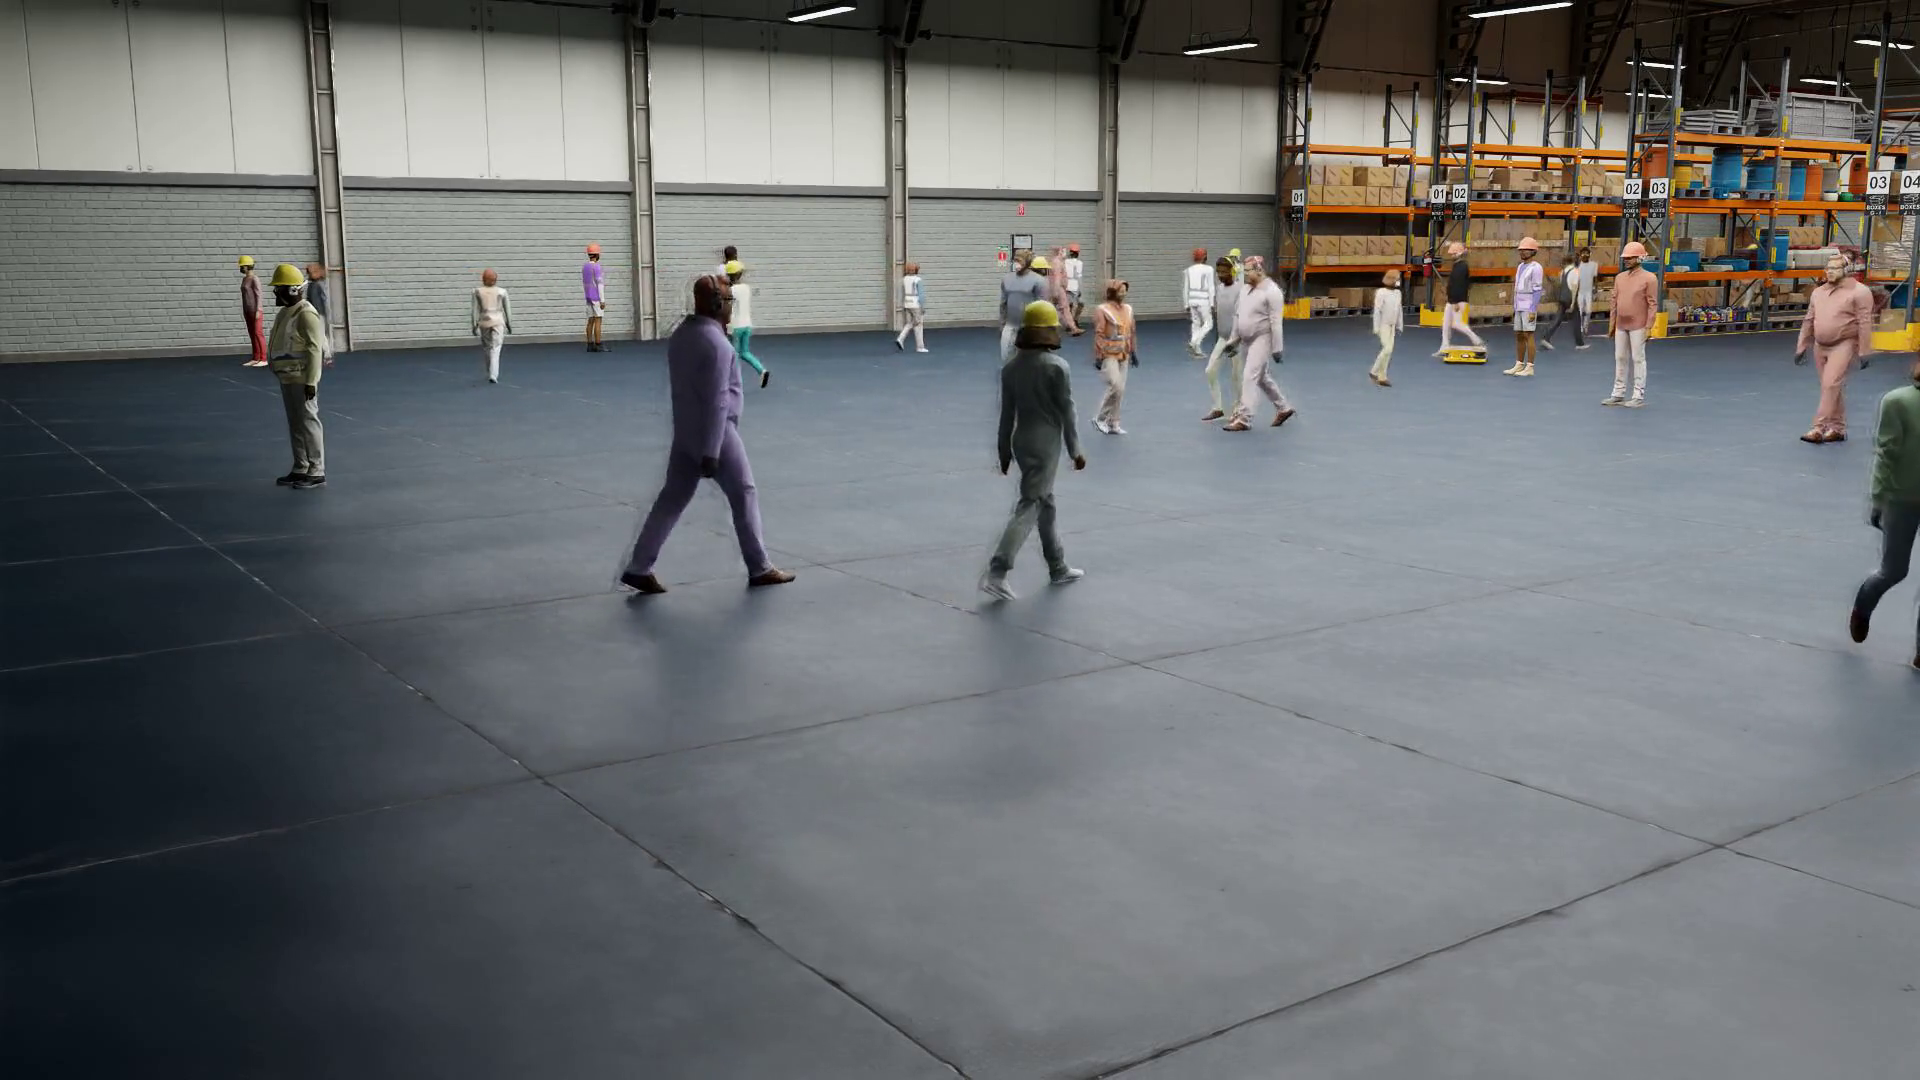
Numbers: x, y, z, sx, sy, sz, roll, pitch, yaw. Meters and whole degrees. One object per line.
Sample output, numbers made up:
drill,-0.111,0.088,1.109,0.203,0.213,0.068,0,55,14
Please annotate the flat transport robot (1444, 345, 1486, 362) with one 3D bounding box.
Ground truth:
flat transport robot,8.355,-3.080,27.491,0.652,0.197,1.431,3,11,17

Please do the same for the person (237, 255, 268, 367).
person,-11.250,-3.624,26.383,0.533,1.765,0.330,10,14,43

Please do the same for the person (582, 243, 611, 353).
person,-6.503,-4.315,29.685,0.344,1.942,0.549,-10,14,-43

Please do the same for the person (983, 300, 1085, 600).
person,0.411,-0.530,9.598,0.919,1.700,0.482,-9,14,-40

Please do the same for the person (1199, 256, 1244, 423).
person,2.940,-2.189,18.292,0.640,1.838,0.553,-7,13,-35

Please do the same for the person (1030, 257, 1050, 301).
person,1.139,-3.201,24.056,0.315,1.770,0.524,-3,11,-15

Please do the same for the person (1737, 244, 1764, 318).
person,19.231,-6.263,40.515,0.927,1.892,0.599,-9,13,-40

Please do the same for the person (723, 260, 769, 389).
person,-2.857,-2.799,21.897,0.576,1.746,0.537,6,12,28

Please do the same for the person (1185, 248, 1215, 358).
person,4.038,-3.996,28.122,0.612,1.870,0.472,10,14,44

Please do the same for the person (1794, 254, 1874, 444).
person,8.597,-1.888,16.551,0.877,1.870,0.679,-4,11,-21

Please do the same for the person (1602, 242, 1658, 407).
person,8.125,-2.603,20.152,0.396,1.993,0.617,-5,12,-27

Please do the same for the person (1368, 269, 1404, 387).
person,5.884,-2.908,22.849,0.500,1.616,0.344,-9,14,-41

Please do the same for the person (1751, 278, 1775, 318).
person,20.291,-6.618,42.062,0.640,2.031,0.612,-10,14,-44

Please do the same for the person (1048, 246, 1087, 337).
person,2.117,-5.064,33.989,0.952,1.860,0.679,-2,10,-9

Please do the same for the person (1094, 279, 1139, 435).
person,1.626,-1.887,17.254,0.372,1.626,0.521,10,14,43

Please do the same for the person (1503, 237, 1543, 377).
person,8.318,-3.425,24.521,0.366,2.046,0.614,-2,11,-11

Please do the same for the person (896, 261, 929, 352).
person,-0.824,-4.141,29.590,0.533,1.628,0.535,-8,13,-38

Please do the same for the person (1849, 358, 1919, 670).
person,4.565,-0.187,7.930,0.504,1.616,0.581,1,10,5

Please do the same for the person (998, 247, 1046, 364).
person,0.762,-2.573,20.169,0.646,1.929,0.537,8,13,36

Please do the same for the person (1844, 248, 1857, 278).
person,17.950,-4.977,33.607,0.454,1.829,0.610,-10,14,-42

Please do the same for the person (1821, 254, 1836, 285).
person,18.963,-5.355,36.072,0.532,1.693,0.319,6,12,31

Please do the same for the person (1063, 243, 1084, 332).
person,2.462,-5.457,36.018,0.542,1.922,0.422,9,14,40

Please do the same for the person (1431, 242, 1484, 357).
person,8.504,-4.077,28.307,0.780,1.969,0.626,-1,10,-4

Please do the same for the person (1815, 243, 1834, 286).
person,23.345,-7.026,44.723,0.574,1.882,0.997,9,14,40

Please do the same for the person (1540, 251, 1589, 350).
person,11.038,-4.348,30.288,0.976,1.803,0.505,-4,11,-21

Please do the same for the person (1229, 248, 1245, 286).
person,5.853,-5.343,35.675,0.599,1.819,0.458,10,14,44

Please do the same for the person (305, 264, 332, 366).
person,-10.200,-3.557,26.426,0.425,1.621,0.507,-9,14,-41

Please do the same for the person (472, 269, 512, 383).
person,-6.639,-3.032,23.596,0.536,1.598,0.871,-1,10,-5

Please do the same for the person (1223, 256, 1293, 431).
person,3.237,-2.112,17.833,0.914,1.864,0.640,-3,11,-18

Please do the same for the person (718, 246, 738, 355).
person,-4.010,-4.108,28.650,0.544,1.906,0.617,-5,12,-27

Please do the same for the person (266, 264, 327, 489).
person,-5.454,-1.337,13.658,0.404,1.830,0.603,-9,14,-42

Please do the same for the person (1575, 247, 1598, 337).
person,12.764,-5.064,34.028,0.564,1.849,0.534,4,11,19

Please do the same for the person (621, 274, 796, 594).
person,-1.503,-0.606,9.616,1.024,1.858,0.633,-8,13,-37
